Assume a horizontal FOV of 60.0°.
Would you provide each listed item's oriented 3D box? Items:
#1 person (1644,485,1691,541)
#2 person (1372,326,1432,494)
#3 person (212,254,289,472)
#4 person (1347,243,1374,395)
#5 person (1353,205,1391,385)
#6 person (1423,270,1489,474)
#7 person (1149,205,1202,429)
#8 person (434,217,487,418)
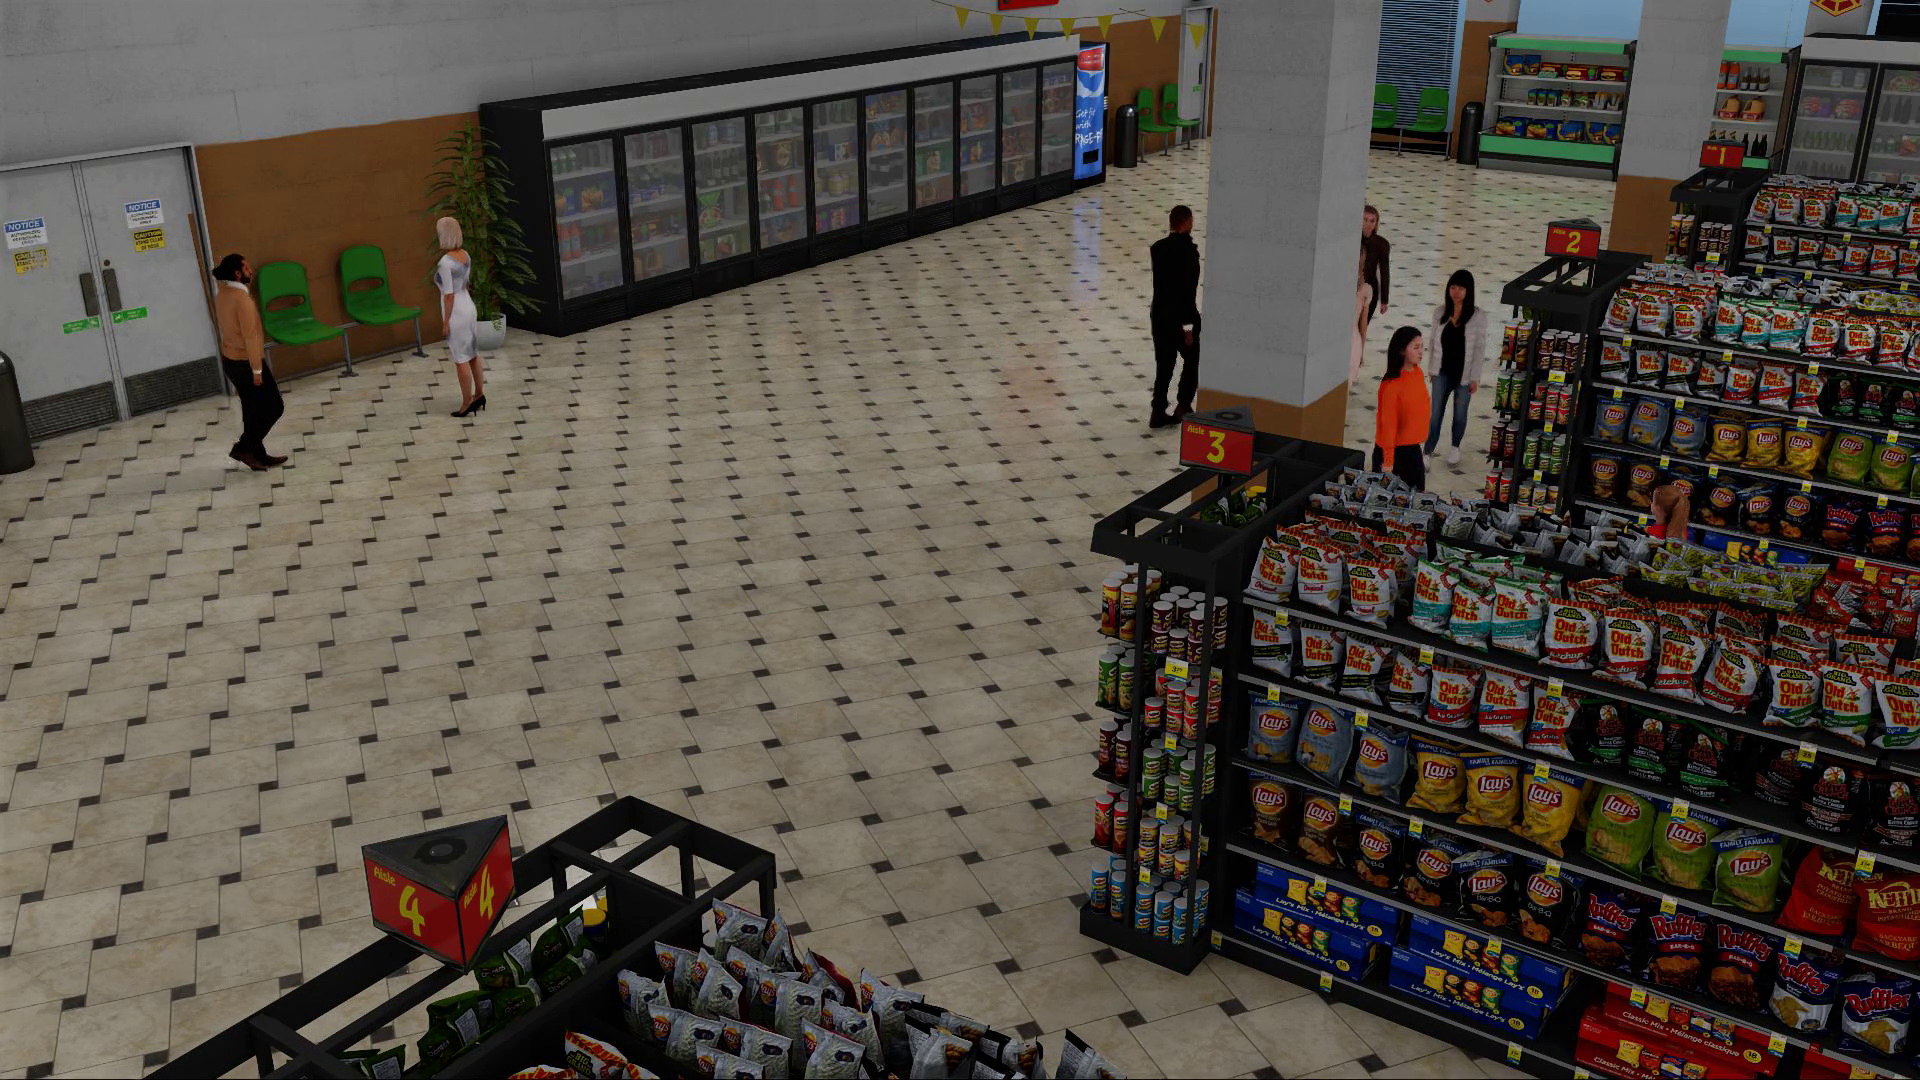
[{"bbox_3d":[4.034,0.311,9.540,0.672,1.269,0.853,-13,25,-29],"label":"person"},{"bbox_3d":[2.845,-0.580,11.158,1.125,1.718,0.735,20,29,40],"label":"person"},{"bbox_3d":[-5.669,-1.354,13.046,0.719,1.744,0.770,19,29,39],"label":"person"},{"bbox_3d":[3.013,-1.412,13.117,0.694,1.799,0.780,1,22,4],"label":"person"},{"bbox_3d":[3.690,-2.260,15.388,0.921,1.681,0.917,4,22,9],"label":"person"},{"bbox_3d":[3.958,-1.336,13.197,0.974,1.598,0.755,11,24,26],"label":"person"},{"bbox_3d":[1.740,-1.860,14.122,0.893,1.882,0.811,-14,26,-32],"label":"person"},{"bbox_3d":[-4.367,-1.948,14.516,0.620,1.751,0.632,5,22,12],"label":"person"}]
